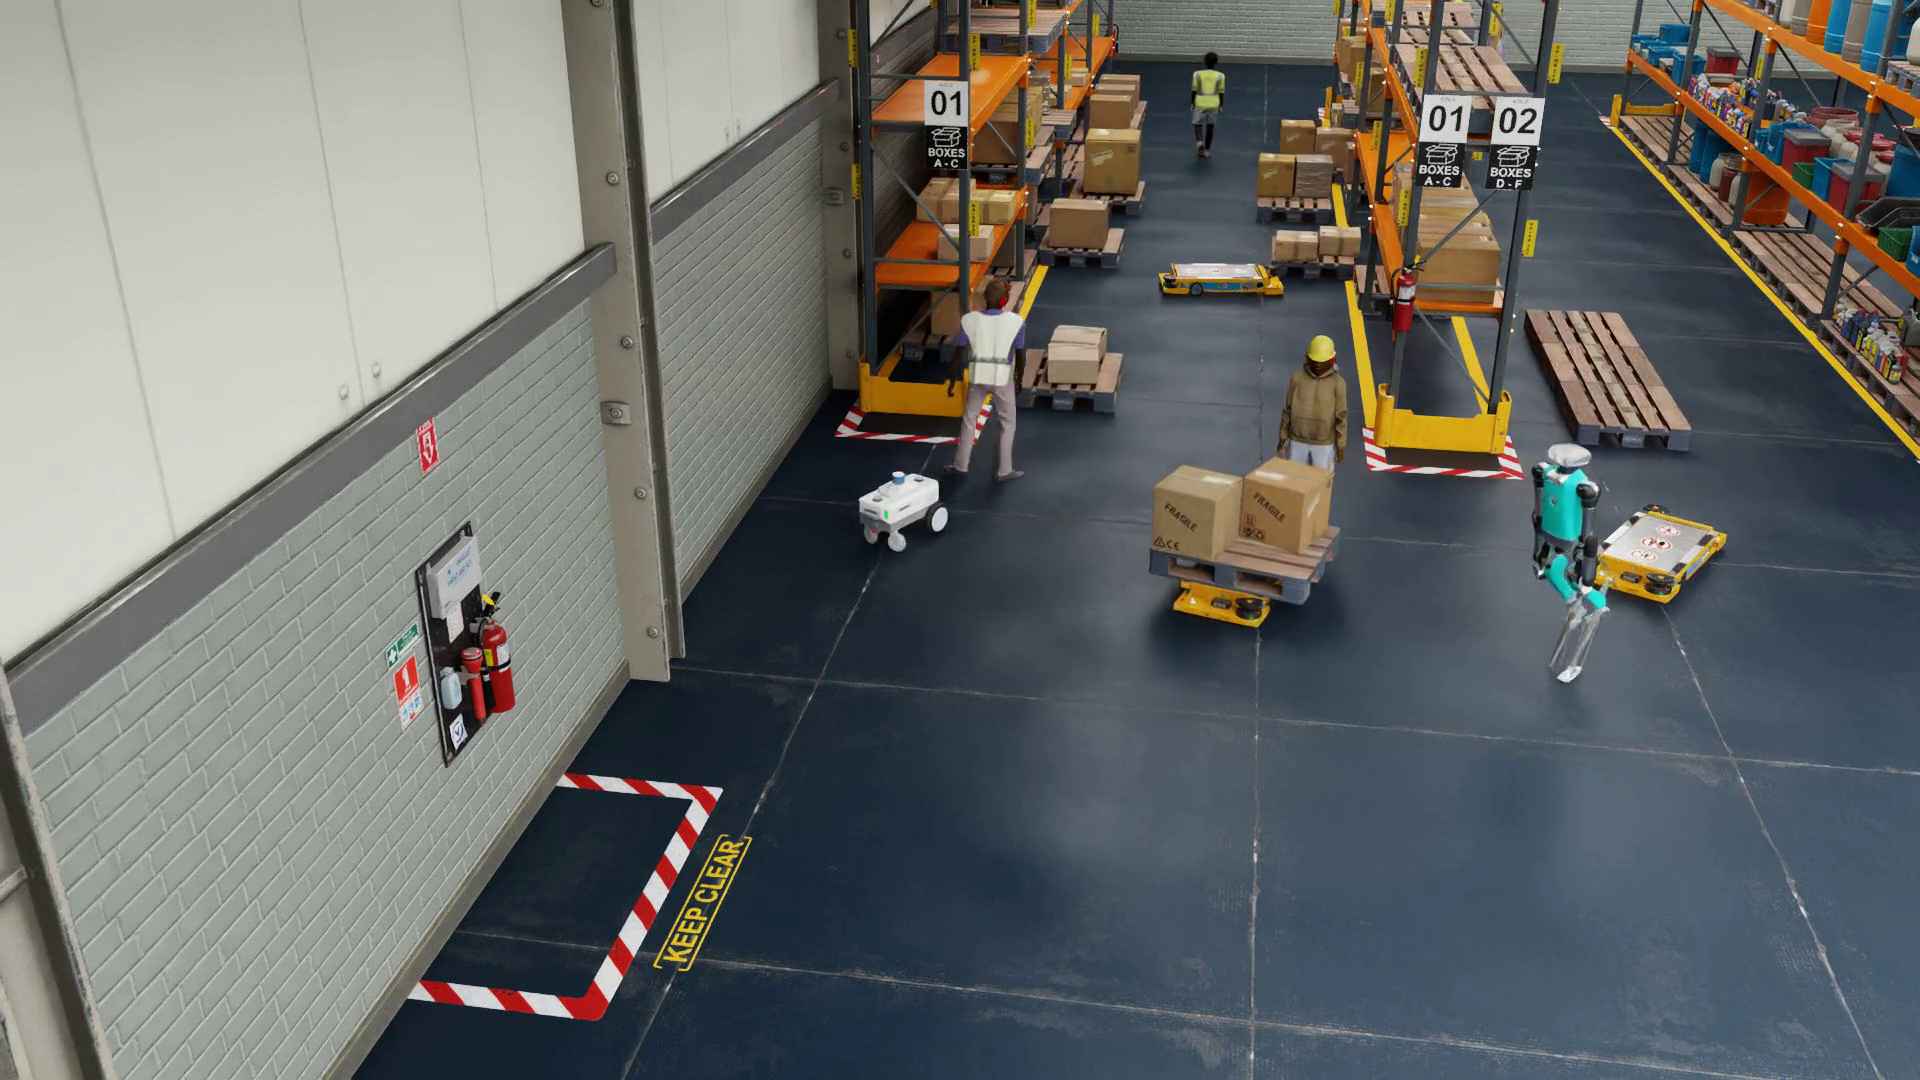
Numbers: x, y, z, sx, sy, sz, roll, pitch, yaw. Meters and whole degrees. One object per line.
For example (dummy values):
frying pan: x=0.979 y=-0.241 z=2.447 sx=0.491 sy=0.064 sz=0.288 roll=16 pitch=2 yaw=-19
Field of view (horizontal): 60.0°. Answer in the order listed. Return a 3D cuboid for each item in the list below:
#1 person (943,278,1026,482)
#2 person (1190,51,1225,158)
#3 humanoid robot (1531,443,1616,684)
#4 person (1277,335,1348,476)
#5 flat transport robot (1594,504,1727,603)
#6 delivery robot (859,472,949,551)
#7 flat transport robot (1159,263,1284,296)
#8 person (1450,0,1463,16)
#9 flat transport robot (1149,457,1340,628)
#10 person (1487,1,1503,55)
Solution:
person: x=0.232 y=-1.378 z=14.495 sx=0.671 sy=1.819 sz=0.437 roll=5 pitch=26 yaw=11
person: x=3.932 y=-6.893 z=26.431 sx=0.543 sy=1.680 sz=0.554 roll=2 pitch=25 yaw=5
humanoid robot: x=4.212 y=0.157 z=11.308 sx=0.727 sy=1.789 sz=0.550 roll=-12 pitch=28 yaw=-24
person: x=2.829 y=-0.813 z=13.340 sx=0.542 sy=1.757 sz=0.414 roll=10 pitch=27 yaw=21
flat transport robot: x=5.507 y=0.098 z=13.149 sx=0.659 sy=0.231 sz=1.431 roll=19 pitch=31 yaw=35
delivery robot: x=-0.479 y=-0.273 z=13.611 sx=0.499 sy=0.601 sz=0.772 roll=19 pitch=31 yaw=35
flat transport robot: x=3.146 y=-3.145 z=20.089 sx=1.431 sy=0.231 sz=0.659 roll=1 pitch=25 yaw=1
person: x=9.392 y=-9.399 z=31.703 sx=0.524 sy=1.772 sz=0.303 roll=14 pitch=29 yaw=28
flat transport robot: x=2.197 y=0.250 z=12.823 sx=0.659 sy=0.231 sz=1.431 roll=12 pitch=28 yaw=24
person: x=9.868 y=-9.132 z=31.060 sx=0.485 sy=1.824 sz=0.594 roll=2 pitch=25 yaw=4
